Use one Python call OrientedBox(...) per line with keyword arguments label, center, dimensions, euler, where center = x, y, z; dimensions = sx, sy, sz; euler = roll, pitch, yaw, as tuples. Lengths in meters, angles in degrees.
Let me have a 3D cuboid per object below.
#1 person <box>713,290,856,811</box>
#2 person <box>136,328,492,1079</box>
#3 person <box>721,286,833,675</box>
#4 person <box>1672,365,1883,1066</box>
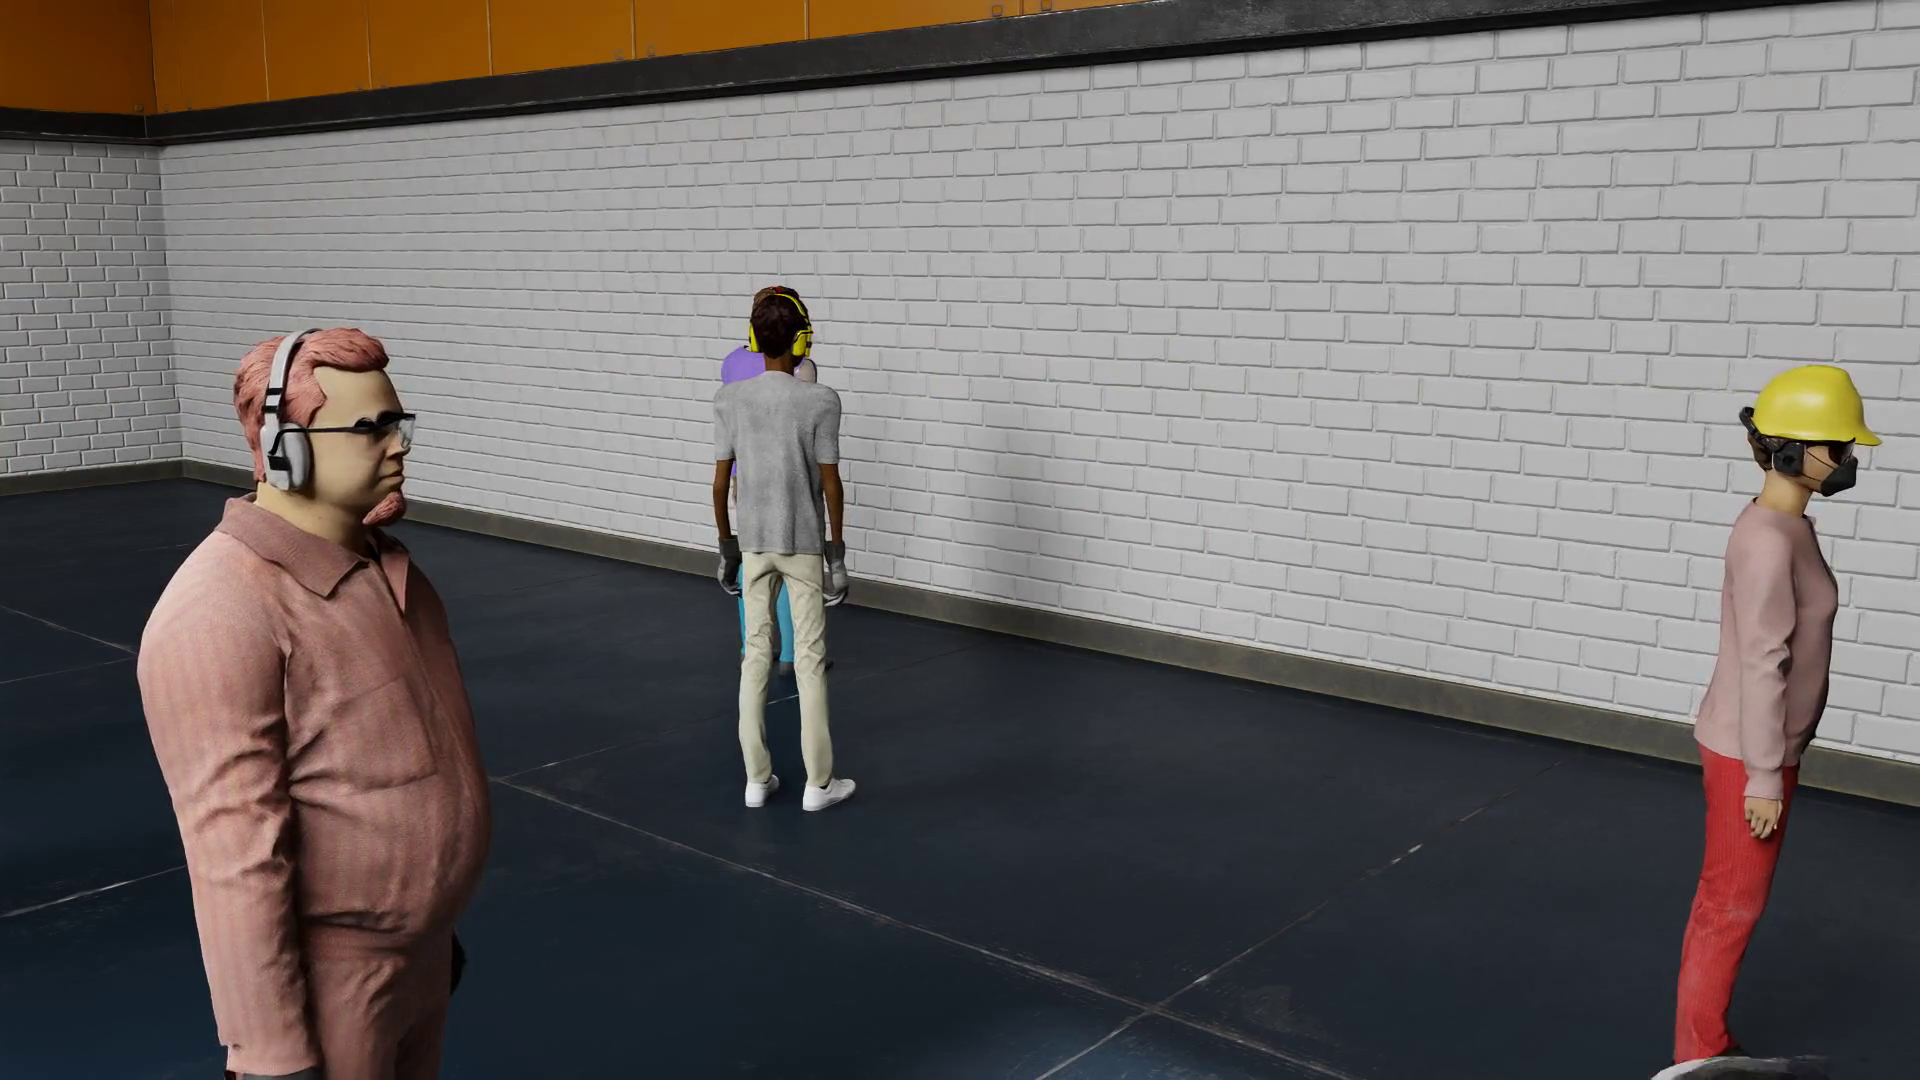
OrientedBox(label="person", center=(-0.641, 0.046, 6.002), dimensions=(0.514, 1.872, 0.332), euler=(3, 10, 16))
OrientedBox(label="person", center=(-0.910, 0.638, 2.529), dimensions=(0.408, 1.909, 0.638), euler=(0, 10, 2))
OrientedBox(label="person", center=(-0.889, -0.276, 7.907), dimensions=(0.570, 1.844, 0.379), euler=(7, 12, 36))
OrientedBox(label="person", center=(1.861, 0.483, 3.813), dimensions=(0.326, 1.767, 0.533), euler=(5, 11, 26))
